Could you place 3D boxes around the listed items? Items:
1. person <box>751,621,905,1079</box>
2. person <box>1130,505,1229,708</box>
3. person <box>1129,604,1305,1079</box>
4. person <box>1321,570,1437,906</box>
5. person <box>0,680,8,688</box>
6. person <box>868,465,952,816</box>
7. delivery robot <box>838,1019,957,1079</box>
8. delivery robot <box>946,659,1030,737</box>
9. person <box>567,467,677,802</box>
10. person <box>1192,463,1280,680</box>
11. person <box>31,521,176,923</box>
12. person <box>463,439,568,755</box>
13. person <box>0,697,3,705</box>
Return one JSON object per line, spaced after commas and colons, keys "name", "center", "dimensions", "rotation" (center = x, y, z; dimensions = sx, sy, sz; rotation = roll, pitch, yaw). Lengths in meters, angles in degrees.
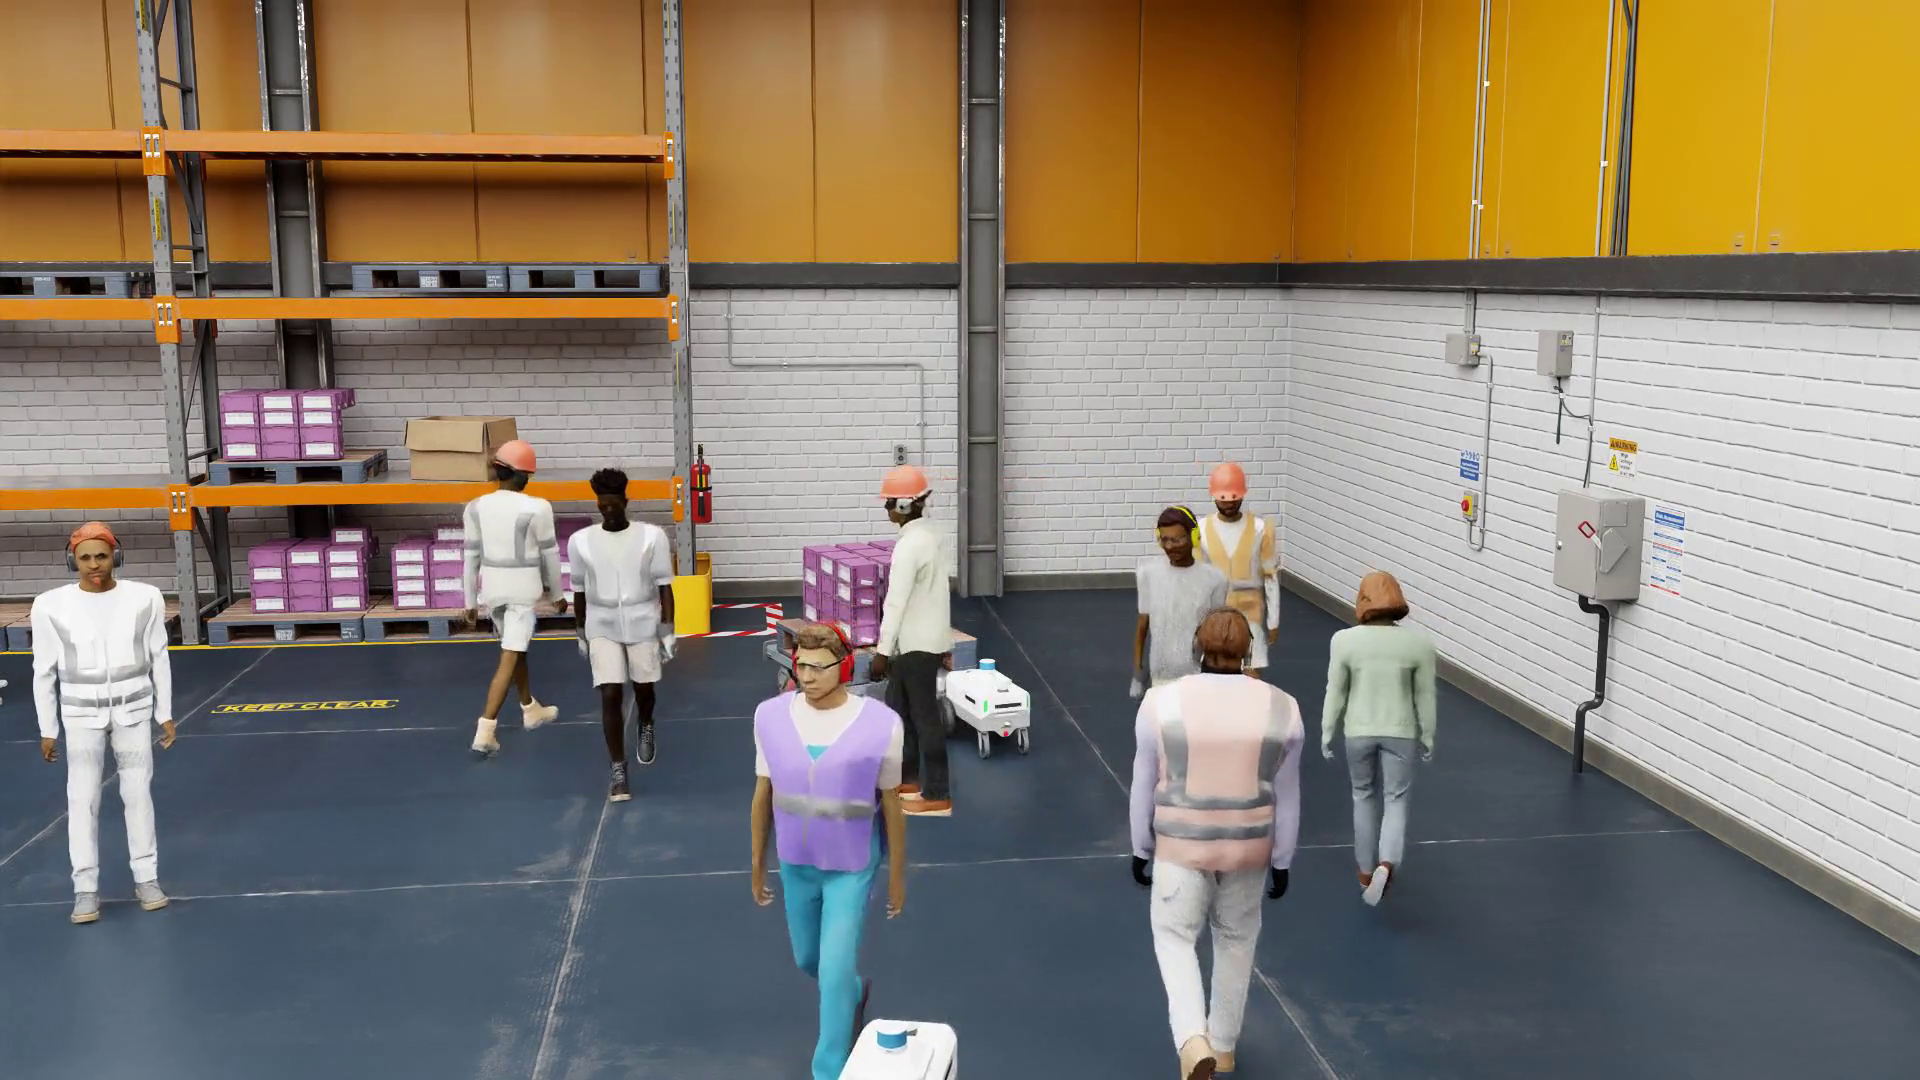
{"name": "person", "center": [-0.465, 1.162, 6.087], "dimensions": [0.576, 1.818, 0.867], "rotation": [3, 10, 17]}
{"name": "person", "center": [1.181, 0.707, 8.864], "dimensions": [0.535, 1.840, 0.778], "rotation": [2, 9, 15]}
{"name": "person", "center": [0.938, 1.153, 6.097], "dimensions": [0.624, 1.829, 0.668], "rotation": [0, 9, 0]}
{"name": "person", "center": [2.009, 0.958, 7.994], "dimensions": [0.539, 1.609, 0.633], "rotation": [2, 9, 15]}
{"name": "person", "center": [-7.250, 0.168, 11.950], "dimensions": [0.593, 1.920, 0.391], "rotation": [0, 9, -1]}
{"name": "person", "center": [-0.328, 0.570, 9.284], "dimensions": [0.684, 1.971, 0.636], "rotation": [2, 9, 9]}
{"name": "delivery robot", "center": [-0.224, 1.835, 5.502], "dimensions": [0.477, 0.478, 0.707], "rotation": [2, 9, 9]}
{"name": "delivery robot", "center": [0.175, 1.008, 10.664], "dimensions": [0.477, 0.478, 0.707], "rotation": [-3, 10, -21]}
{"name": "person", "center": [-1.998, 0.502, 9.878], "dimensions": [0.617, 1.925, 0.979], "rotation": [-2, 9, -10]}
{"name": "person", "center": [1.645, 0.469, 10.099], "dimensions": [0.574, 1.910, 0.536], "rotation": [2, 9, 12]}
{"name": "person", "center": [-4.020, 0.844, 7.838], "dimensions": [0.584, 1.882, 0.337], "rotation": [-6, 11, -33]}
{"name": "person", "center": [-2.896, 0.352, 10.663], "dimensions": [0.597, 1.988, 1.064], "rotation": [4, 10, 21]}
{"name": "person", "center": [-6.968, 0.261, 11.600], "dimensions": [0.345, 1.847, 0.504], "rotation": [-6, 11, -34]}
